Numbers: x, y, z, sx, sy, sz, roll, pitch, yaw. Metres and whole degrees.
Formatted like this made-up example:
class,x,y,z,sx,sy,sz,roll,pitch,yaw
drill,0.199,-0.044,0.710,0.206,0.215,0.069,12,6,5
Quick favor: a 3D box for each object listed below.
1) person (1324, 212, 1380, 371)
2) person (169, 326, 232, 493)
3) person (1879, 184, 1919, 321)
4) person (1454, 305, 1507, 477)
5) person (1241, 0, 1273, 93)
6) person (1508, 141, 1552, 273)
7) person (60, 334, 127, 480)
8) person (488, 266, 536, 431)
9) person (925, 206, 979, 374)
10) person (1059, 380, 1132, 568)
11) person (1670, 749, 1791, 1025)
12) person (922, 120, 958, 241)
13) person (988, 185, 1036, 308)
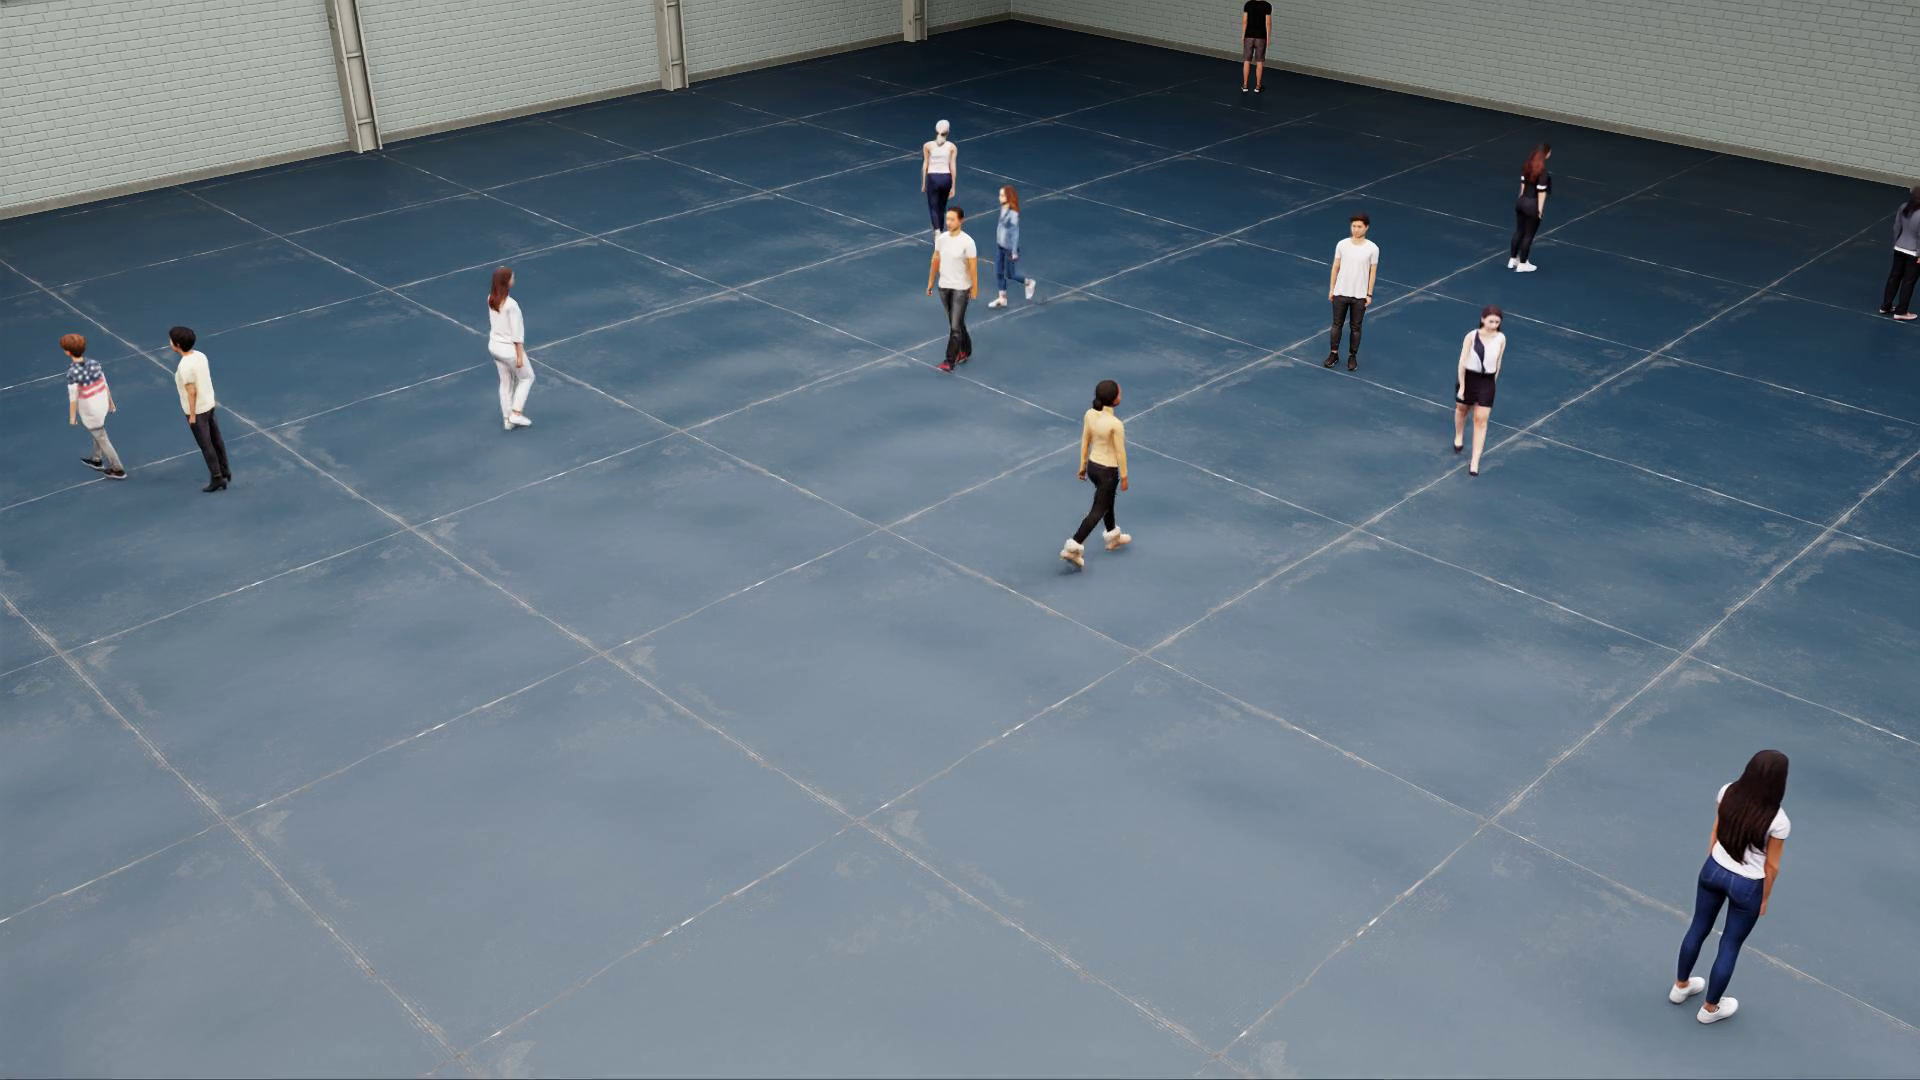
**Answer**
class,x,y,z,sx,sy,sz,roll,pitch,yaw
person,4.226,-2.700,17.938,0.694,1.722,0.666,11,30,20
person,-6.985,-1.211,15.287,0.695,1.588,0.640,0,28,-1
person,11.048,-3.359,19.315,0.837,1.592,0.797,-5,28,-10
person,4.861,-1.461,15.756,1.009,1.587,1.159,4,28,8
person,5.225,-8.906,29.446,0.758,1.861,0.751,9,29,16
person,7.126,-4.171,20.792,0.713,1.637,0.698,-10,30,-18
person,-8.031,-1.233,15.504,0.819,1.423,0.819,7,29,13
person,-4.514,-1.853,16.398,0.679,1.676,0.673,15,32,26
person,0.006,-2.740,17.957,0.749,1.777,1.035,19,34,32
person,1.140,-0.539,13.981,1.105,1.629,0.675,-19,34,-32
person,4.275,1.911,9.226,0.578,1.774,0.623,-16,32,-28
person,-0.267,-4.517,21.405,1.128,1.671,1.115,-3,28,-6
person,0.628,-3.461,19.645,0.898,1.462,0.729,-12,30,-22
